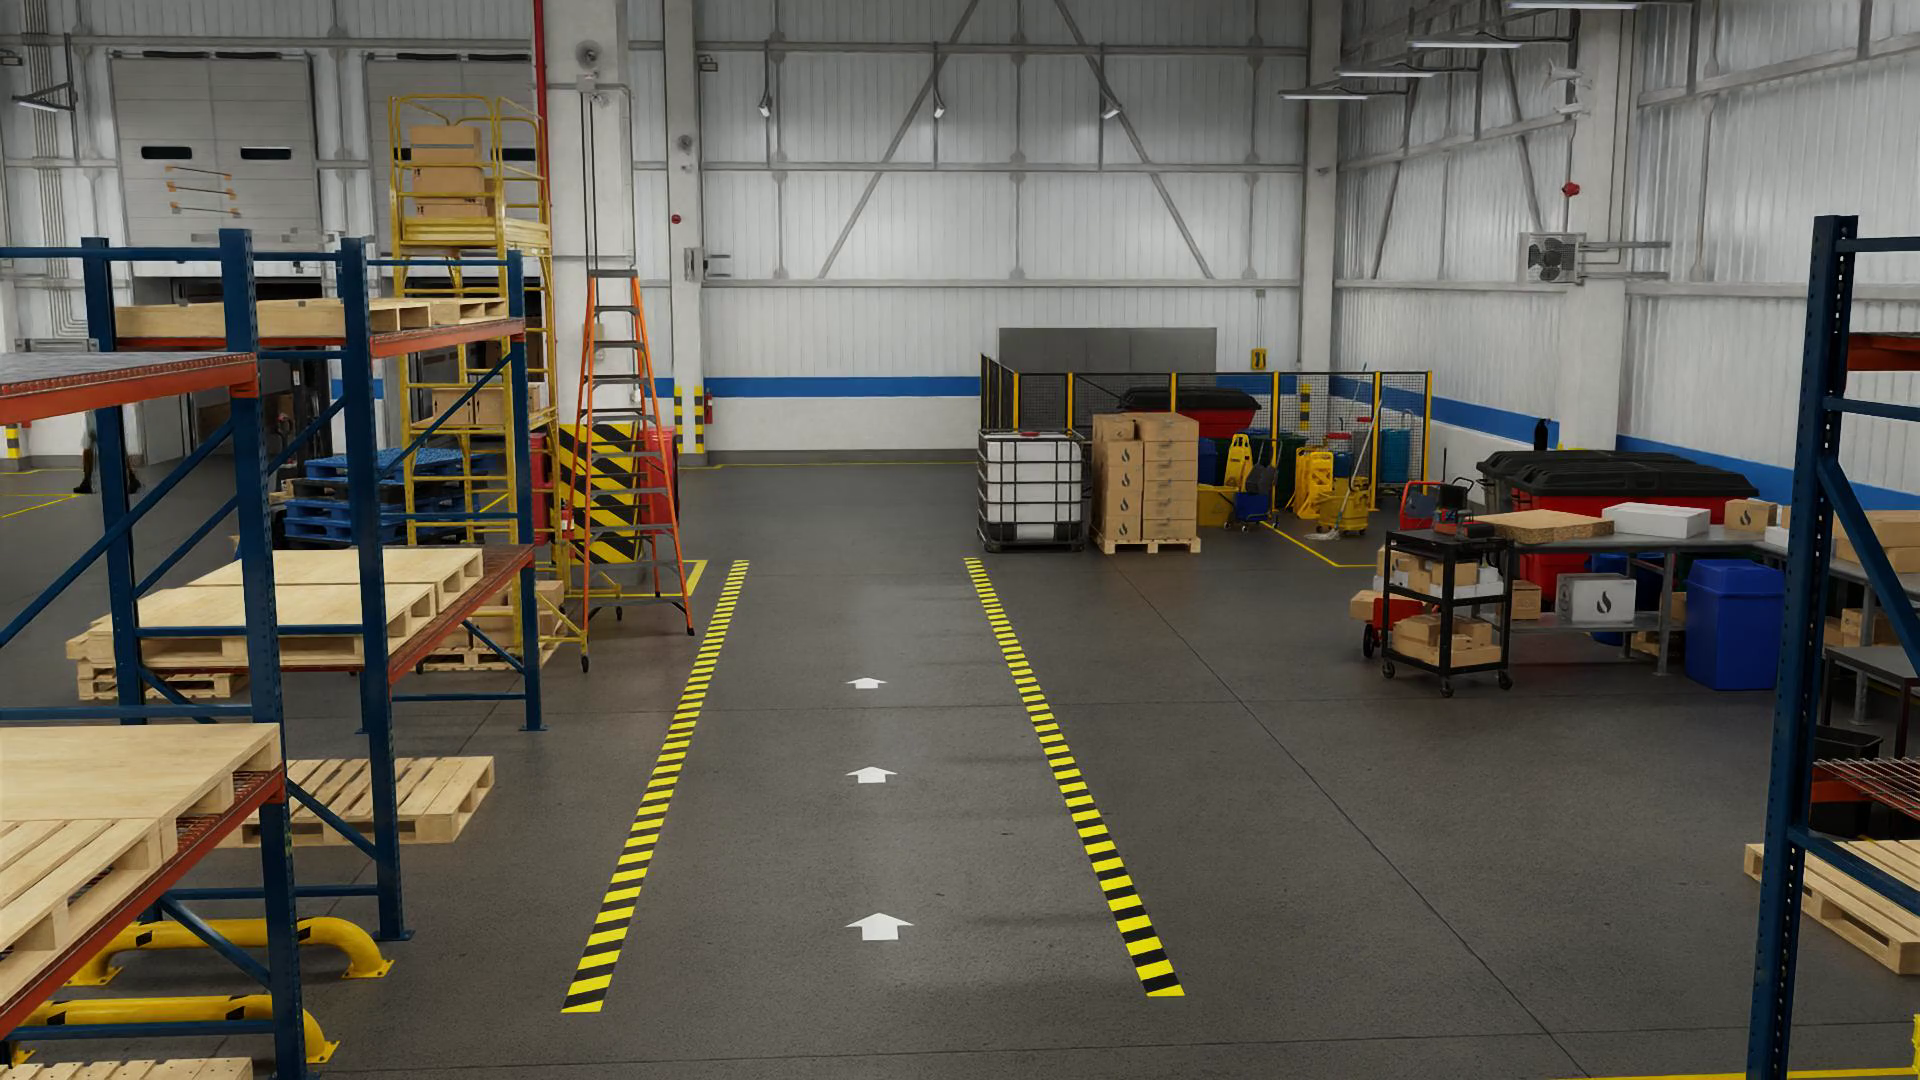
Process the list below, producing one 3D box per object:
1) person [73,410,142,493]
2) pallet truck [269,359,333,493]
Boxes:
[{"bbox_3d":[-11.262,-1.536,21.866,0.971,1.904,0.537,3,10,20],"label":"person"},{"bbox_3d":[-7.062,-1.131,18.996,1.885,1.965,0.823,2,9,13],"label":"pallet truck"}]
